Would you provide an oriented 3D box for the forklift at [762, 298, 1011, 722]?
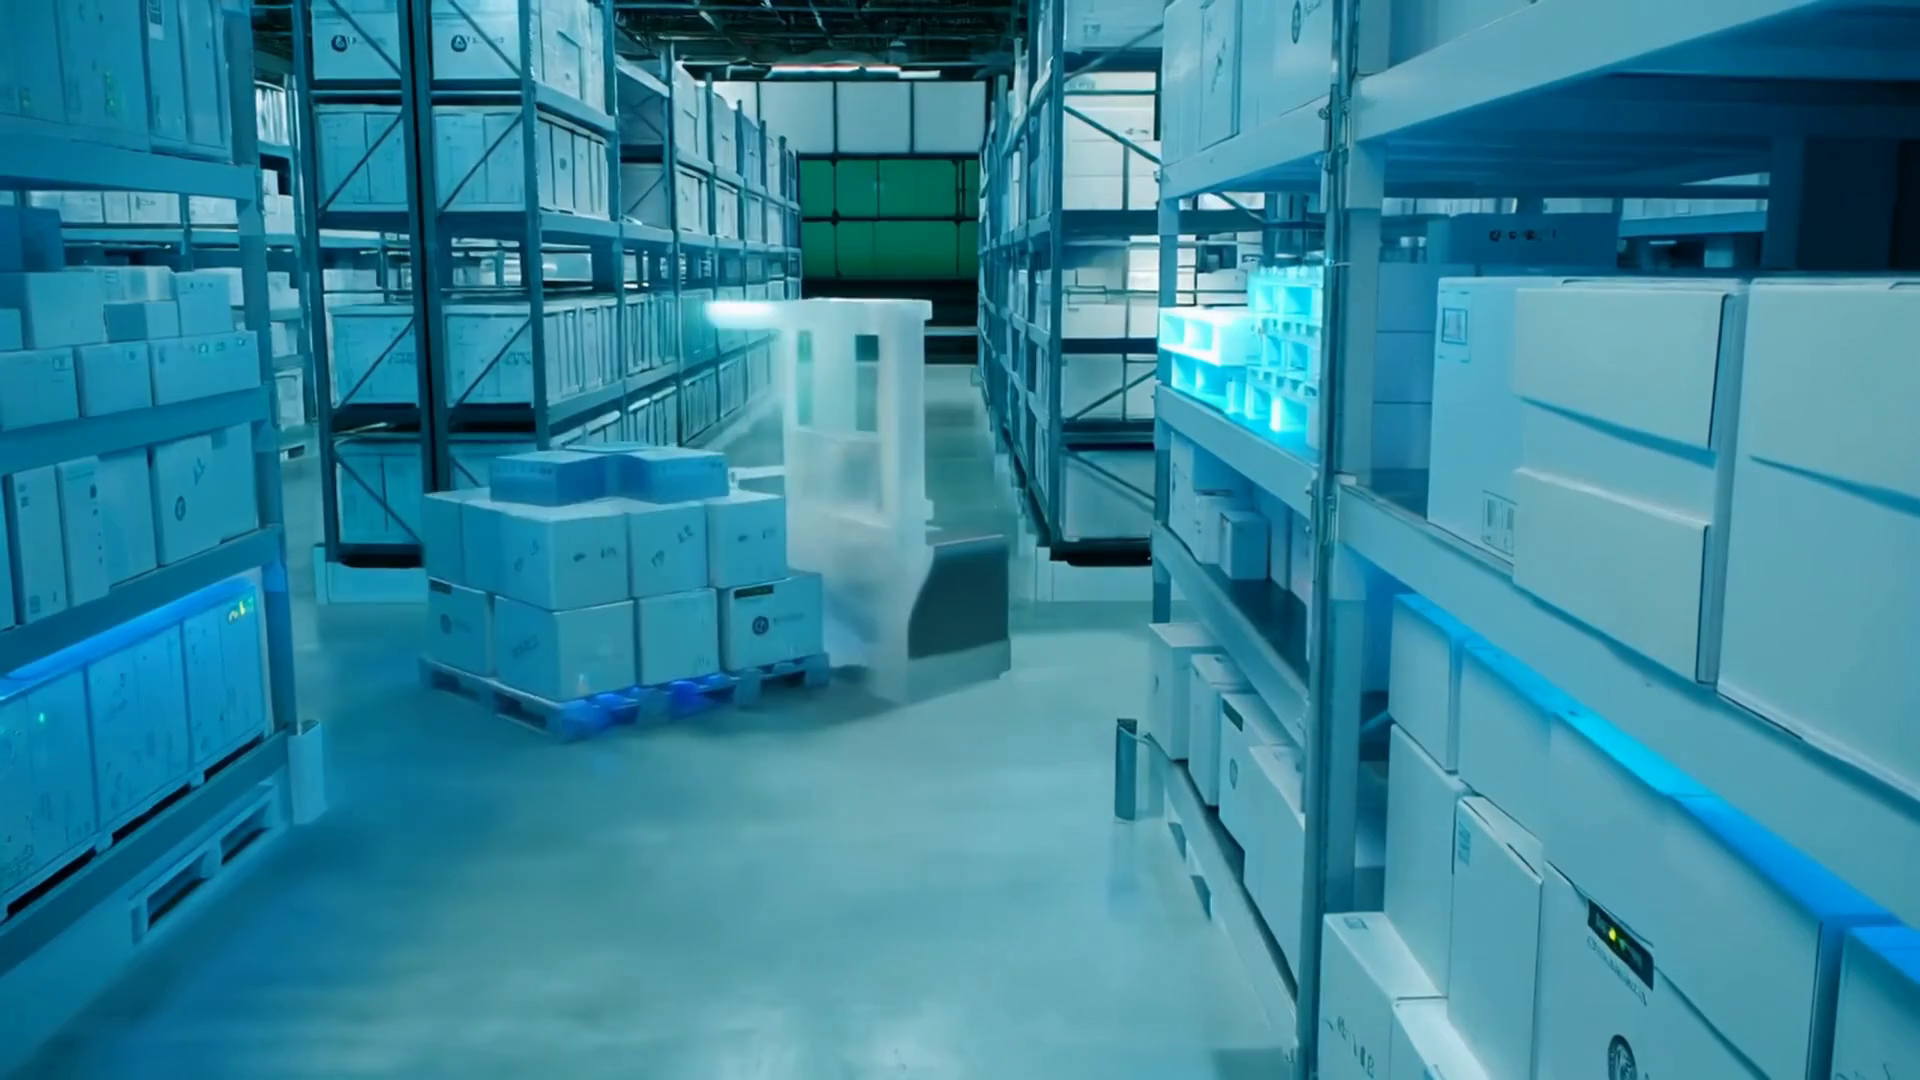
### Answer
[{"bbox_3d":[-0.617,-0.320,11.819,1.873,2.768,1.129,-9,13,-43],"label":"forklift"}]
